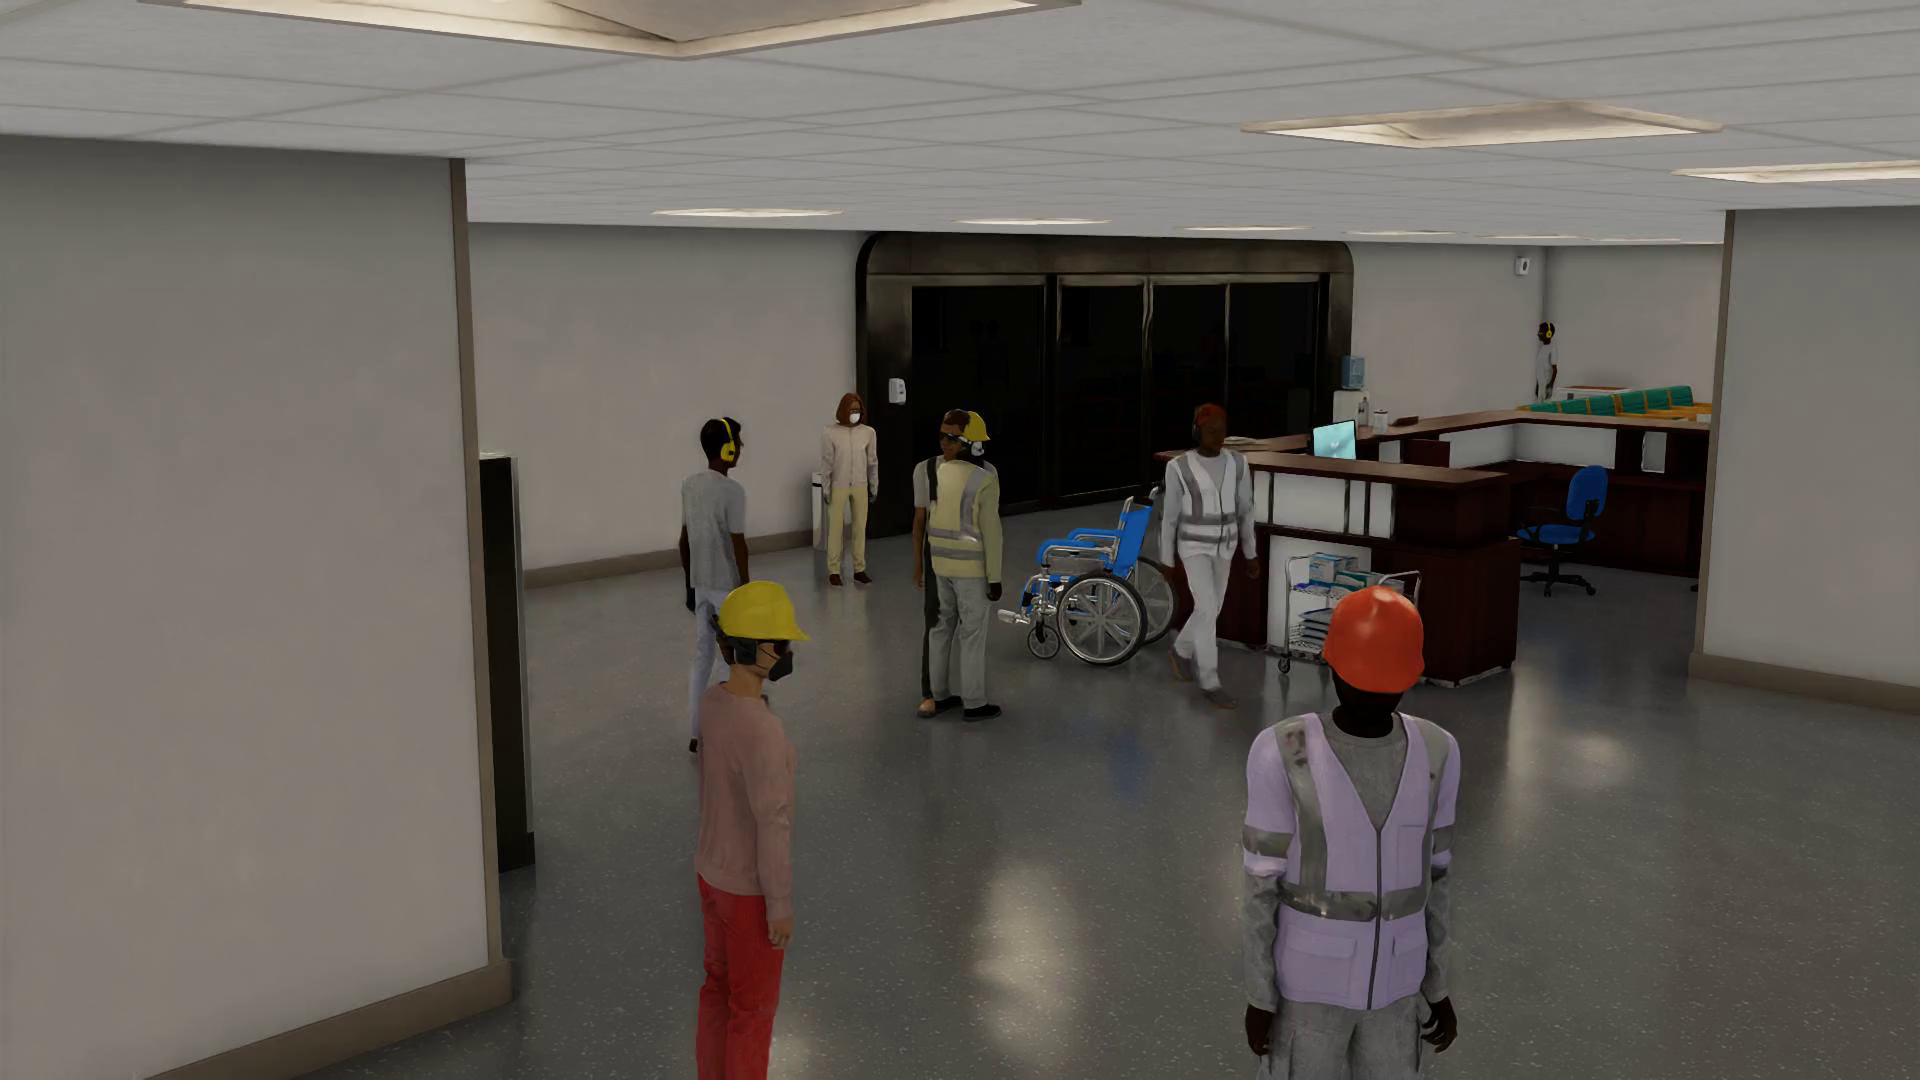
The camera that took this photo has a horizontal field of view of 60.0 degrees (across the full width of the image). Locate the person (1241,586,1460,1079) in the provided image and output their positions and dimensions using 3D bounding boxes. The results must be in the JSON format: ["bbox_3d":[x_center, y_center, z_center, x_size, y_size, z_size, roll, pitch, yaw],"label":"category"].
[{"bbox_3d":[0.944,1.053,3.992,0.542,1.929,0.374,-2,9,-10],"label":"person"}]

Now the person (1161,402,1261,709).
[{"bbox_3d":[1.495,0.057,10.354,0.576,1.855,0.893,-5,10,-26],"label":"person"}]

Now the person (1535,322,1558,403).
[{"bbox_3d":[8.628,-2.272,24.557,0.327,1.874,0.517,0,9,-2],"label":"person"}]

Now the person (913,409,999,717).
[{"bbox_3d":[-0.025,0.140,9.851,0.505,1.842,0.347,0,9,1],"label":"person"}]

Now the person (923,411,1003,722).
[{"bbox_3d":[0.025,0.156,9.830,0.595,1.825,0.404,8,12,41],"label":"person"}]

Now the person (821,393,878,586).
[{"bbox_3d":[-0.925,-0.424,13.991,0.504,1.627,0.285,-4,10,-23],"label":"person"}]

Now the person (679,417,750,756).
[{"bbox_3d":[-1.299,0.269,8.997,0.532,1.865,0.311,8,12,41],"label":"person"}]

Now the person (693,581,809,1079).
[{"bbox_3d":[-0.606,0.991,4.877,0.329,1.765,0.526,-5,10,-27],"label":"person"}]
